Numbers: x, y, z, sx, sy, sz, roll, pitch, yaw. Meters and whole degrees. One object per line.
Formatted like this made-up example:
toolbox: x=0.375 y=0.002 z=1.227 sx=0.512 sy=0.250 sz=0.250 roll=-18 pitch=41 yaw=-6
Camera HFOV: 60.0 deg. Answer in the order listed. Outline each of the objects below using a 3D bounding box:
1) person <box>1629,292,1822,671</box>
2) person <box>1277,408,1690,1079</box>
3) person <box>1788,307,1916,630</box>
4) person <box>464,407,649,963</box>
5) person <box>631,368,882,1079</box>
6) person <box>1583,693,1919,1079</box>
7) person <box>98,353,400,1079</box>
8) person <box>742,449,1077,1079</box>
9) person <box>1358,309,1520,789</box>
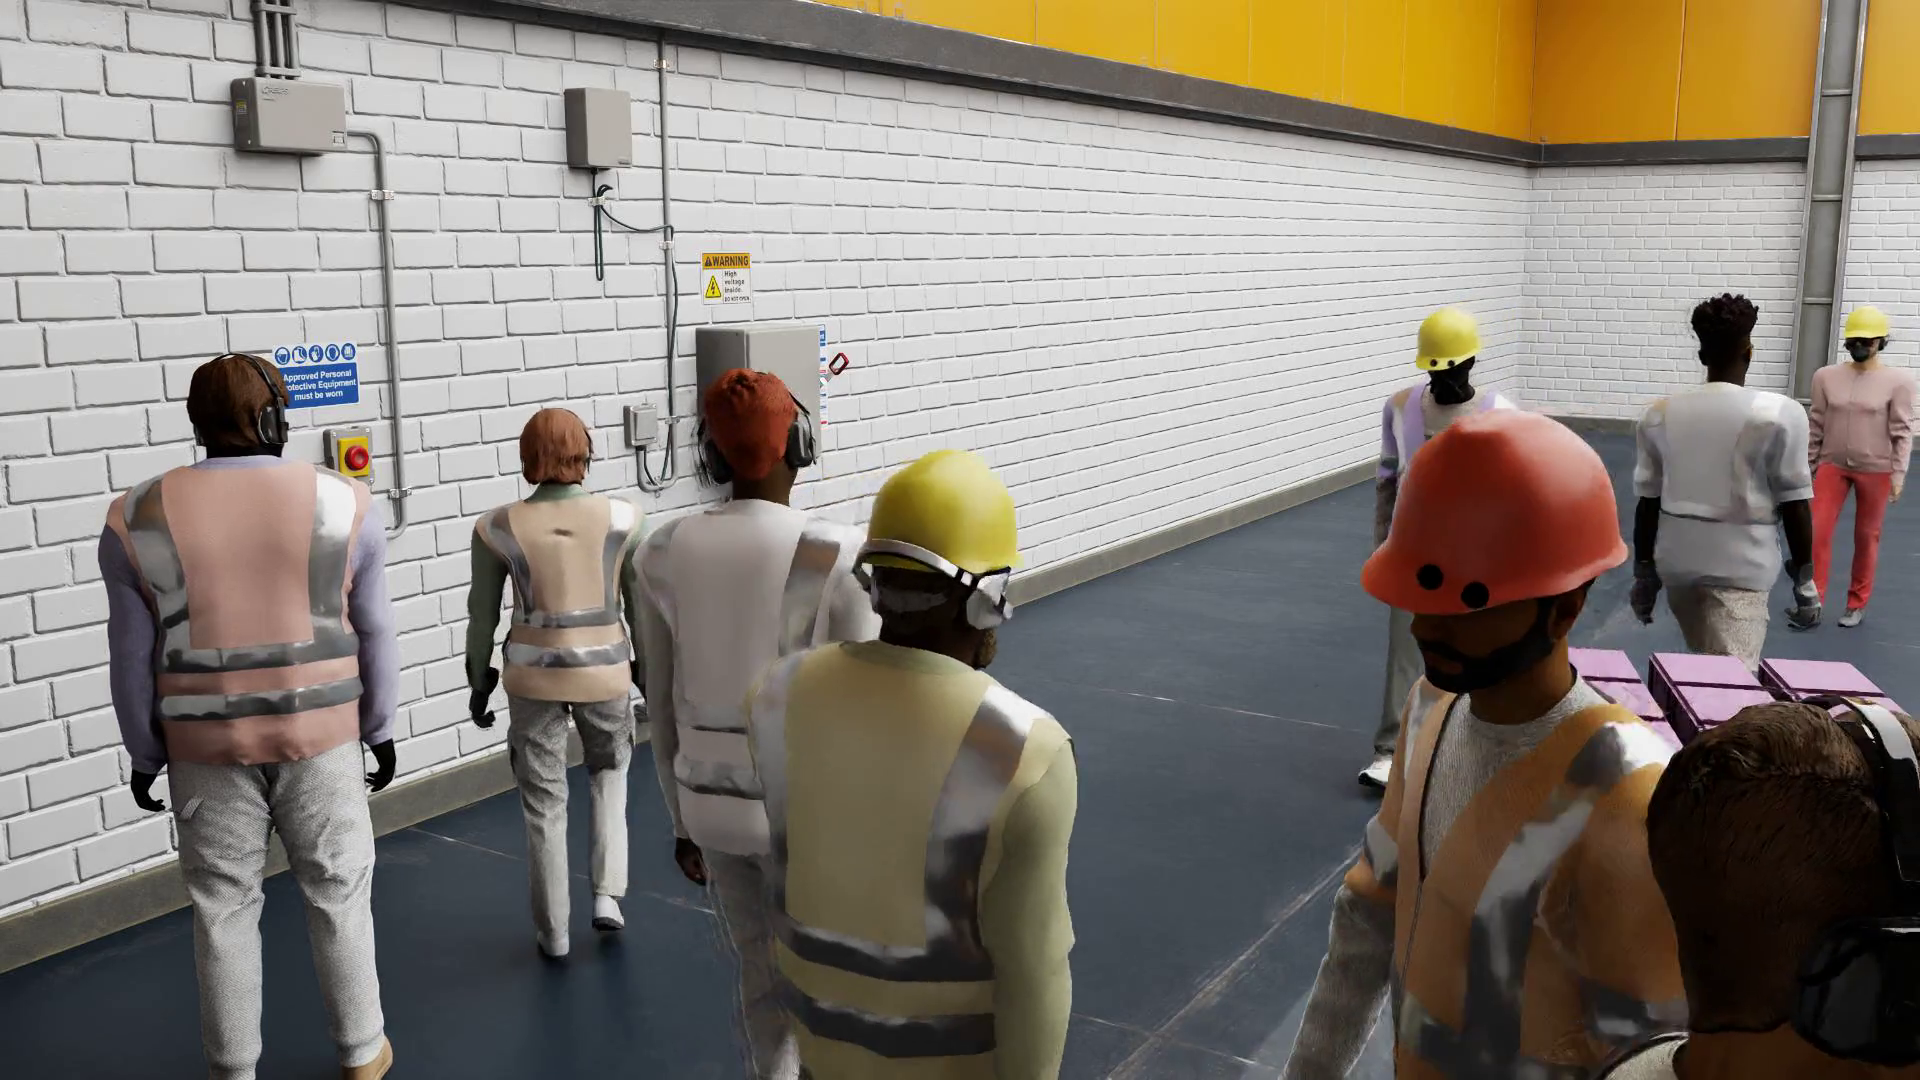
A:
person: x=2.626 y=0.096 z=5.863 sx=0.946 sy=1.927 sz=0.618 roll=-6 pitch=12 yaw=-30
person: x=0.552 y=0.787 z=2.057 sx=0.757 sy=1.909 sz=0.573 roll=0 pitch=10 yaw=-2
person: x=4.736 y=-0.360 z=8.866 sx=0.553 sy=1.736 sz=0.738 roll=10 pitch=14 yaw=43
person: x=-1.154 y=0.425 z=4.833 sx=0.549 sy=1.625 sz=0.375 roll=-3 pitch=11 yaw=-17
person: x=-0.429 y=0.588 z=3.365 sx=0.609 sy=1.853 sz=0.643 roll=5 pitch=11 yaw=25
person: x=0.539 y=1.013 z=1.122 sx=0.963 sy=1.786 sz=0.626 roll=7 pitch=13 yaw=35
person: x=-1.667 y=0.477 z=3.988 sx=0.627 sy=1.839 sz=0.429 roll=-4 pitch=11 yaw=-21
person: x=-0.106 y=0.766 z=2.500 sx=0.587 sy=1.794 sz=0.818 roll=6 pitch=12 yaw=29
person: x=1.869 y=0.027 z=6.469 sx=0.638 sy=1.844 sz=1.009 roll=7 pitch=12 yaw=34
